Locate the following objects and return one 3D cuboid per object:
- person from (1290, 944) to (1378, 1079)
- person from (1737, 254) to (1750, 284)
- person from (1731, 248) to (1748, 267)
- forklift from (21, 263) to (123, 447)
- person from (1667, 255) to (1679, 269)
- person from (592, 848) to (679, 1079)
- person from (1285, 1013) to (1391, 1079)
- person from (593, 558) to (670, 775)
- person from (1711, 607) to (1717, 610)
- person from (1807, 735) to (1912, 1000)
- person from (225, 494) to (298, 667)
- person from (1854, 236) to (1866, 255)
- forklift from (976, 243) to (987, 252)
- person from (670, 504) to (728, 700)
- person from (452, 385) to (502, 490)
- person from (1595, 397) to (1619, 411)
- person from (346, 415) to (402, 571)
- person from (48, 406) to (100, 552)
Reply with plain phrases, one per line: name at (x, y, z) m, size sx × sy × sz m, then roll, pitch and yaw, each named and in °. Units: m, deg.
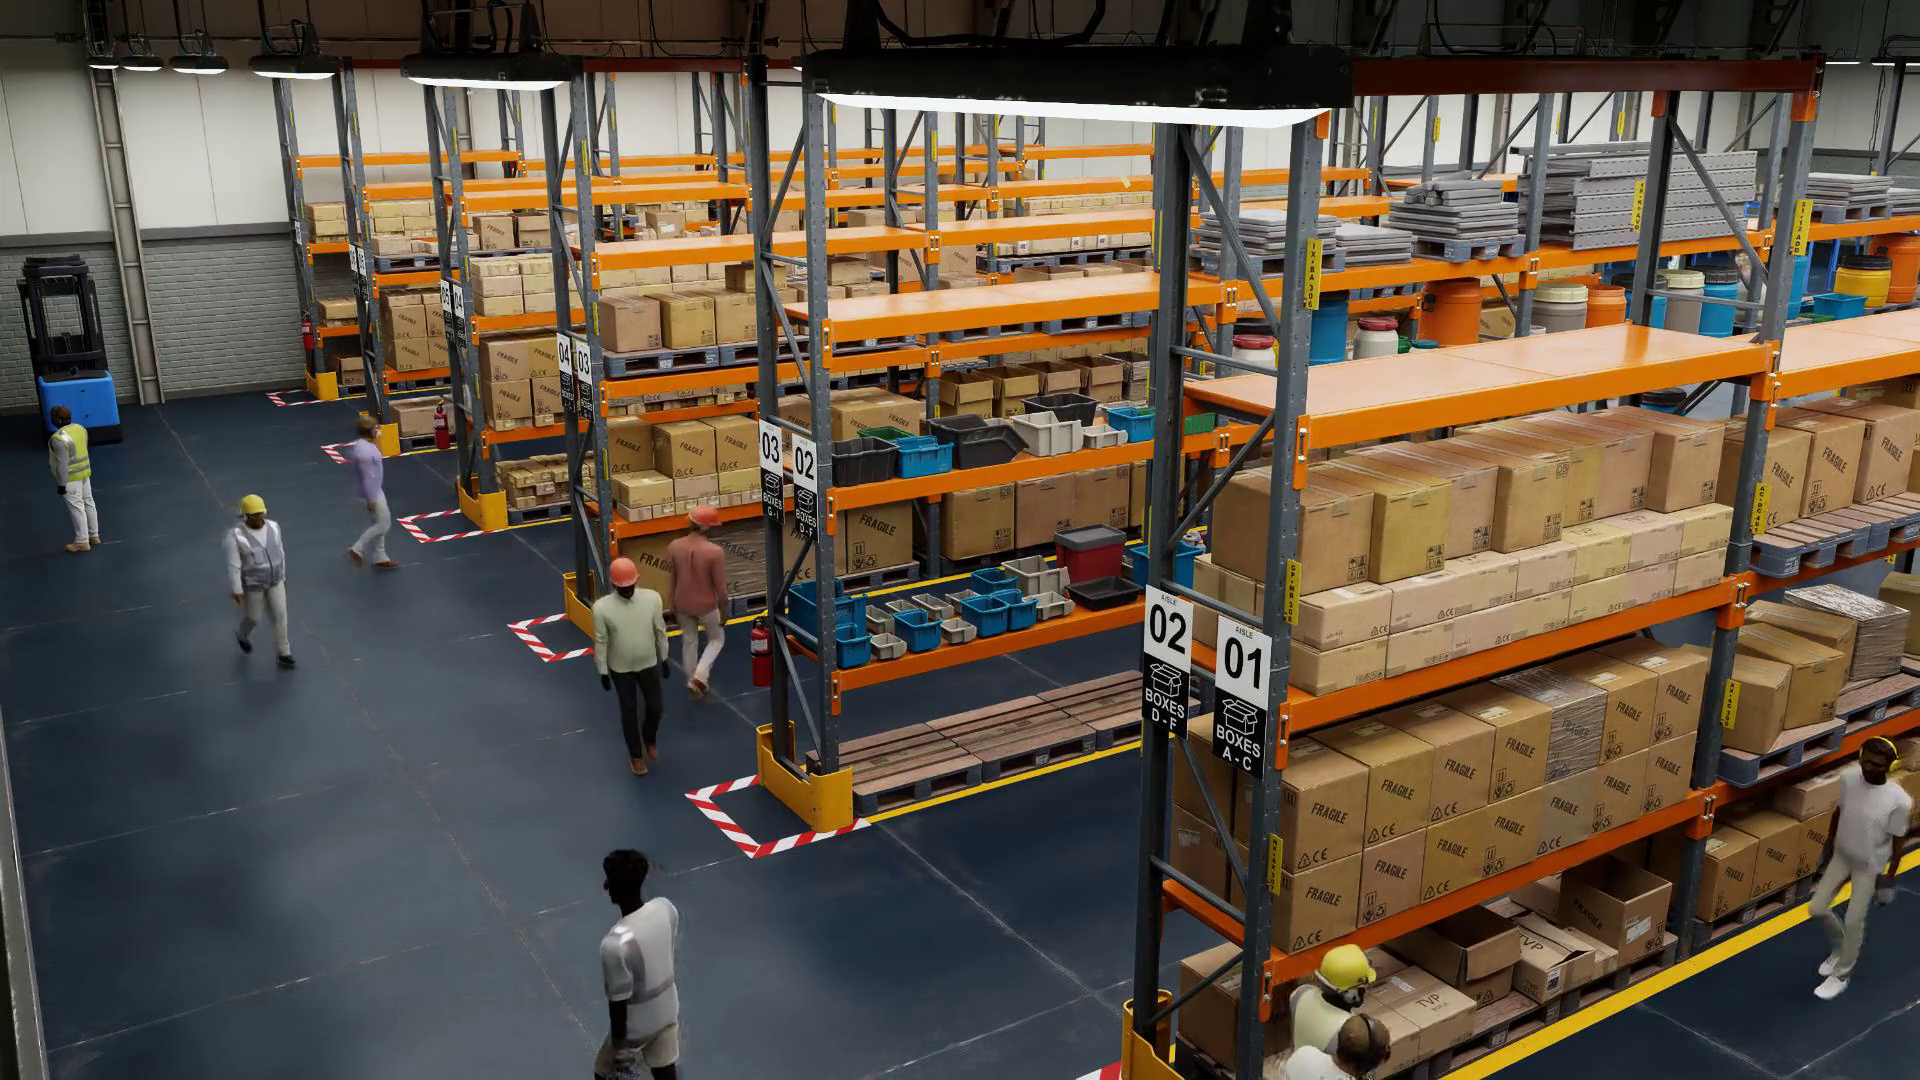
person at (1.804, 2.861, 7.978) m, size 0.798 × 1.808 × 0.595 m, roll -7°, pitch 18°, yaw -20°
person at (17.055, -5.329, 34.679) m, size 0.572 × 1.887 × 0.681 m, roll -3°, pitch 17°, yaw -9°
person at (18.155, -6.036, 36.942) m, size 0.500 × 1.921 × 0.655 m, roll 4°, pitch 18°, yaw 14°
forklift at (-14.518, -3.079, 25.708) m, size 1.129 × 2.768 × 1.873 m, roll -10°, pitch 20°, yaw -31°
person at (19.370, -7.777, 42.871) m, size 0.433 × 1.814 × 0.760 m, roll 7°, pitch 18°, yaw 22°
person at (-1.844, 2.574, 8.686) m, size 0.794 × 1.934 × 0.618 m, roll 8°, pitch 19°, yaw 26°
person at (1.669, 3.025, 7.250) m, size 0.532 × 1.912 × 0.645 m, roll -10°, pitch 19°, yaw -29°
person at (-2.804, 1.076, 13.541) m, size 0.635 × 1.971 × 0.434 m, roll -7°, pitch 18°, yaw -21°
person at (8.570, -0.179, 17.719) m, size 0.373 × 1.934 × 0.551 m, roll -3°, pitch 17°, yaw -9°
person at (5.843, 2.127, 10.286) m, size 0.387 × 1.856 × 0.565 m, roll -8°, pitch 19°, yaw -25°
person at (-7.170, 0.388, 16.092) m, size 0.787 × 1.805 × 0.599 m, roll 12°, pitch 21°, yaw 35°
person at (27.044, -9.165, 47.209) m, size 0.552 × 1.922 × 0.474 m, roll -10°, pitch 19°, yaw -29°
forklift at (0.988, -5.474, 34.718) m, size 1.214 × 2.155 × 2.313 m, roll -10°, pitch 20°, yaw -31°
person at (-2.501, 0.621, 15.044) m, size 0.641 × 1.965 × 0.504 m, roll 5°, pitch 18°, yaw 17°
person at (-6.901, -1.634, 22.604) m, size 1.065 × 1.892 × 0.579 m, roll -15°, pitch 22°, yaw -40°
person at (9.590, -1.864, 23.365) m, size 0.770 × 1.870 × 0.391 m, roll -8°, pitch 19°, yaw -25°
person at (-7.084, -0.541, 18.921) m, size 0.505 × 1.927 × 0.648 m, roll -5°, pitch 18°, yaw -15°
person at (-11.186, -0.786, 19.872) m, size 0.430 × 1.845 × 0.622 m, roll 0°, pitch 17°, yaw 1°
